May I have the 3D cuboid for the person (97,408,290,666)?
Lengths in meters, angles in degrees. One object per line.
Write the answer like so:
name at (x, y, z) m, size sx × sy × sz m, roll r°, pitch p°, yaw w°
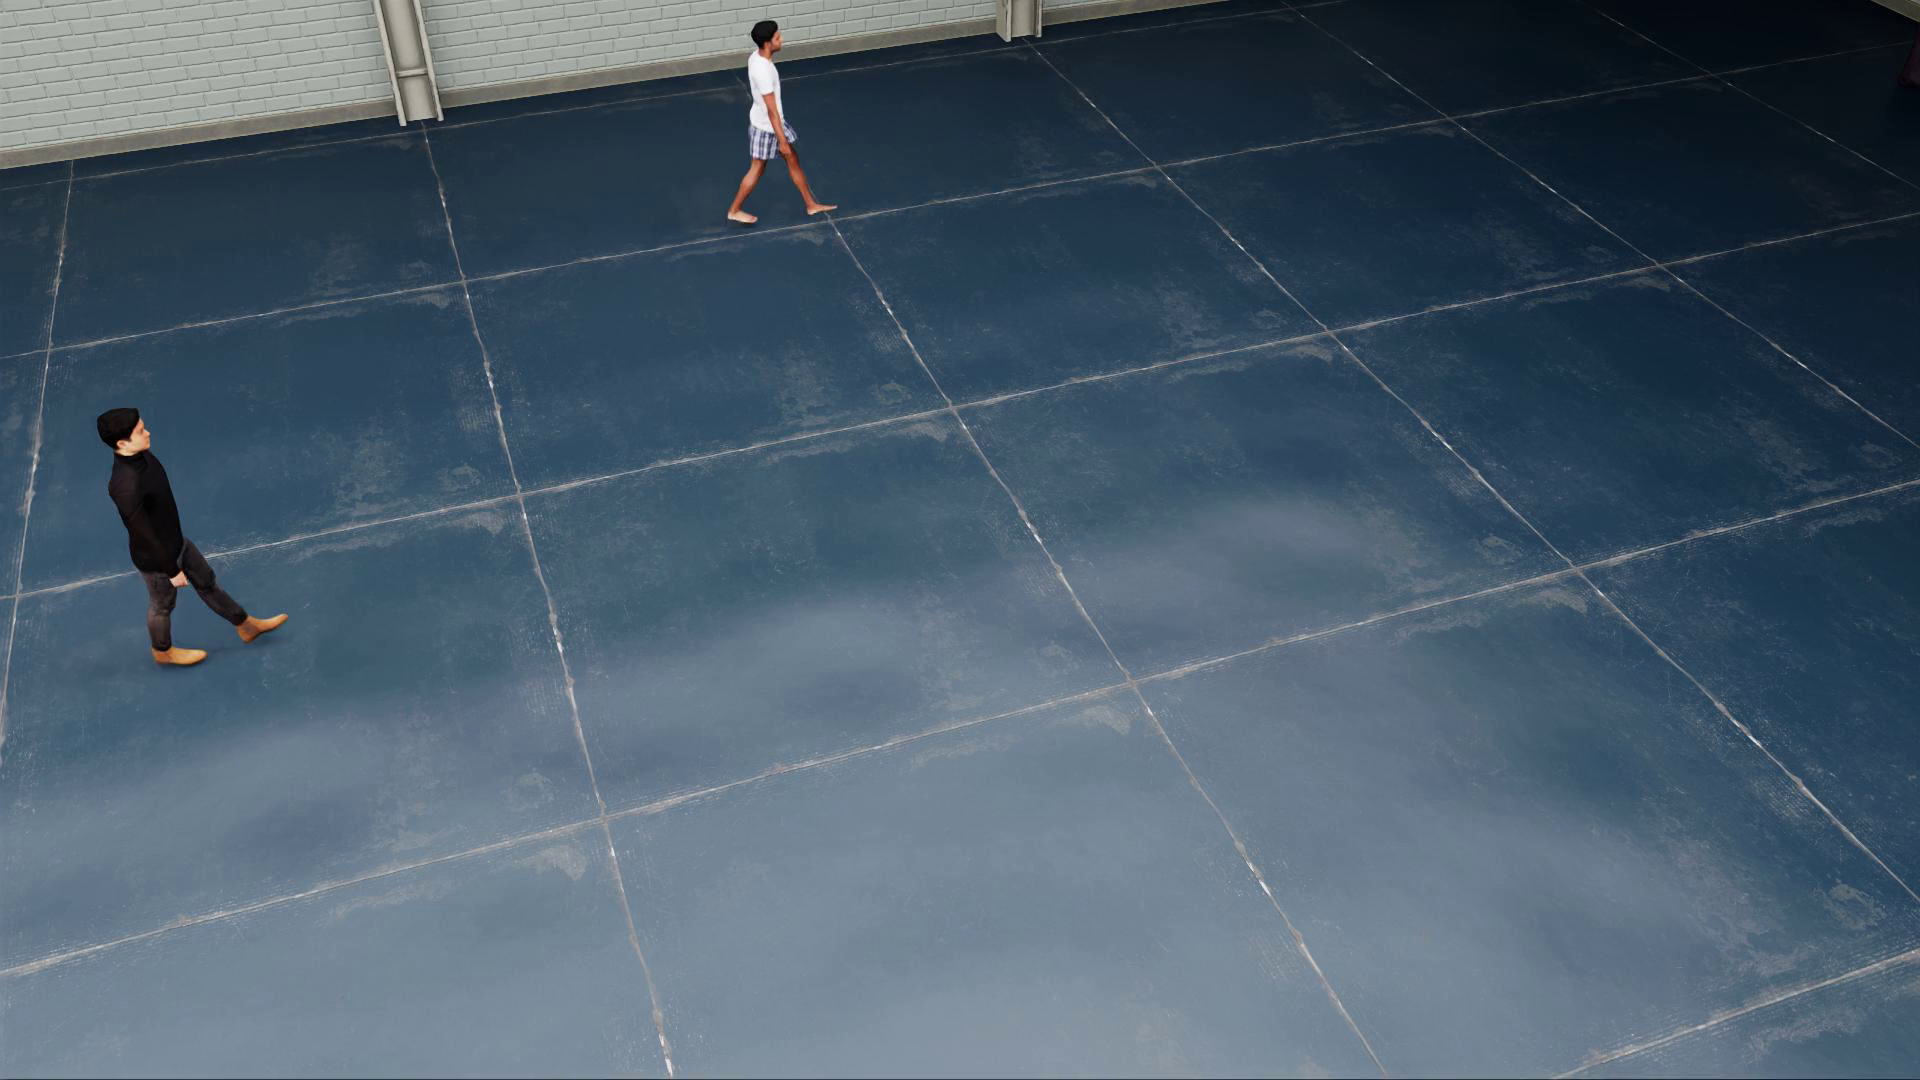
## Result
person at (-4.428, 0.027, 9.047) m, size 1.019 × 1.700 × 0.771 m, roll -7°, pitch 39°, yaw -9°

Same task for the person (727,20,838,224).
person at (-1.611, -3.280, 13.291) m, size 1.212 × 1.680 × 0.859 m, roll -4°, pitch 38°, yaw -5°
